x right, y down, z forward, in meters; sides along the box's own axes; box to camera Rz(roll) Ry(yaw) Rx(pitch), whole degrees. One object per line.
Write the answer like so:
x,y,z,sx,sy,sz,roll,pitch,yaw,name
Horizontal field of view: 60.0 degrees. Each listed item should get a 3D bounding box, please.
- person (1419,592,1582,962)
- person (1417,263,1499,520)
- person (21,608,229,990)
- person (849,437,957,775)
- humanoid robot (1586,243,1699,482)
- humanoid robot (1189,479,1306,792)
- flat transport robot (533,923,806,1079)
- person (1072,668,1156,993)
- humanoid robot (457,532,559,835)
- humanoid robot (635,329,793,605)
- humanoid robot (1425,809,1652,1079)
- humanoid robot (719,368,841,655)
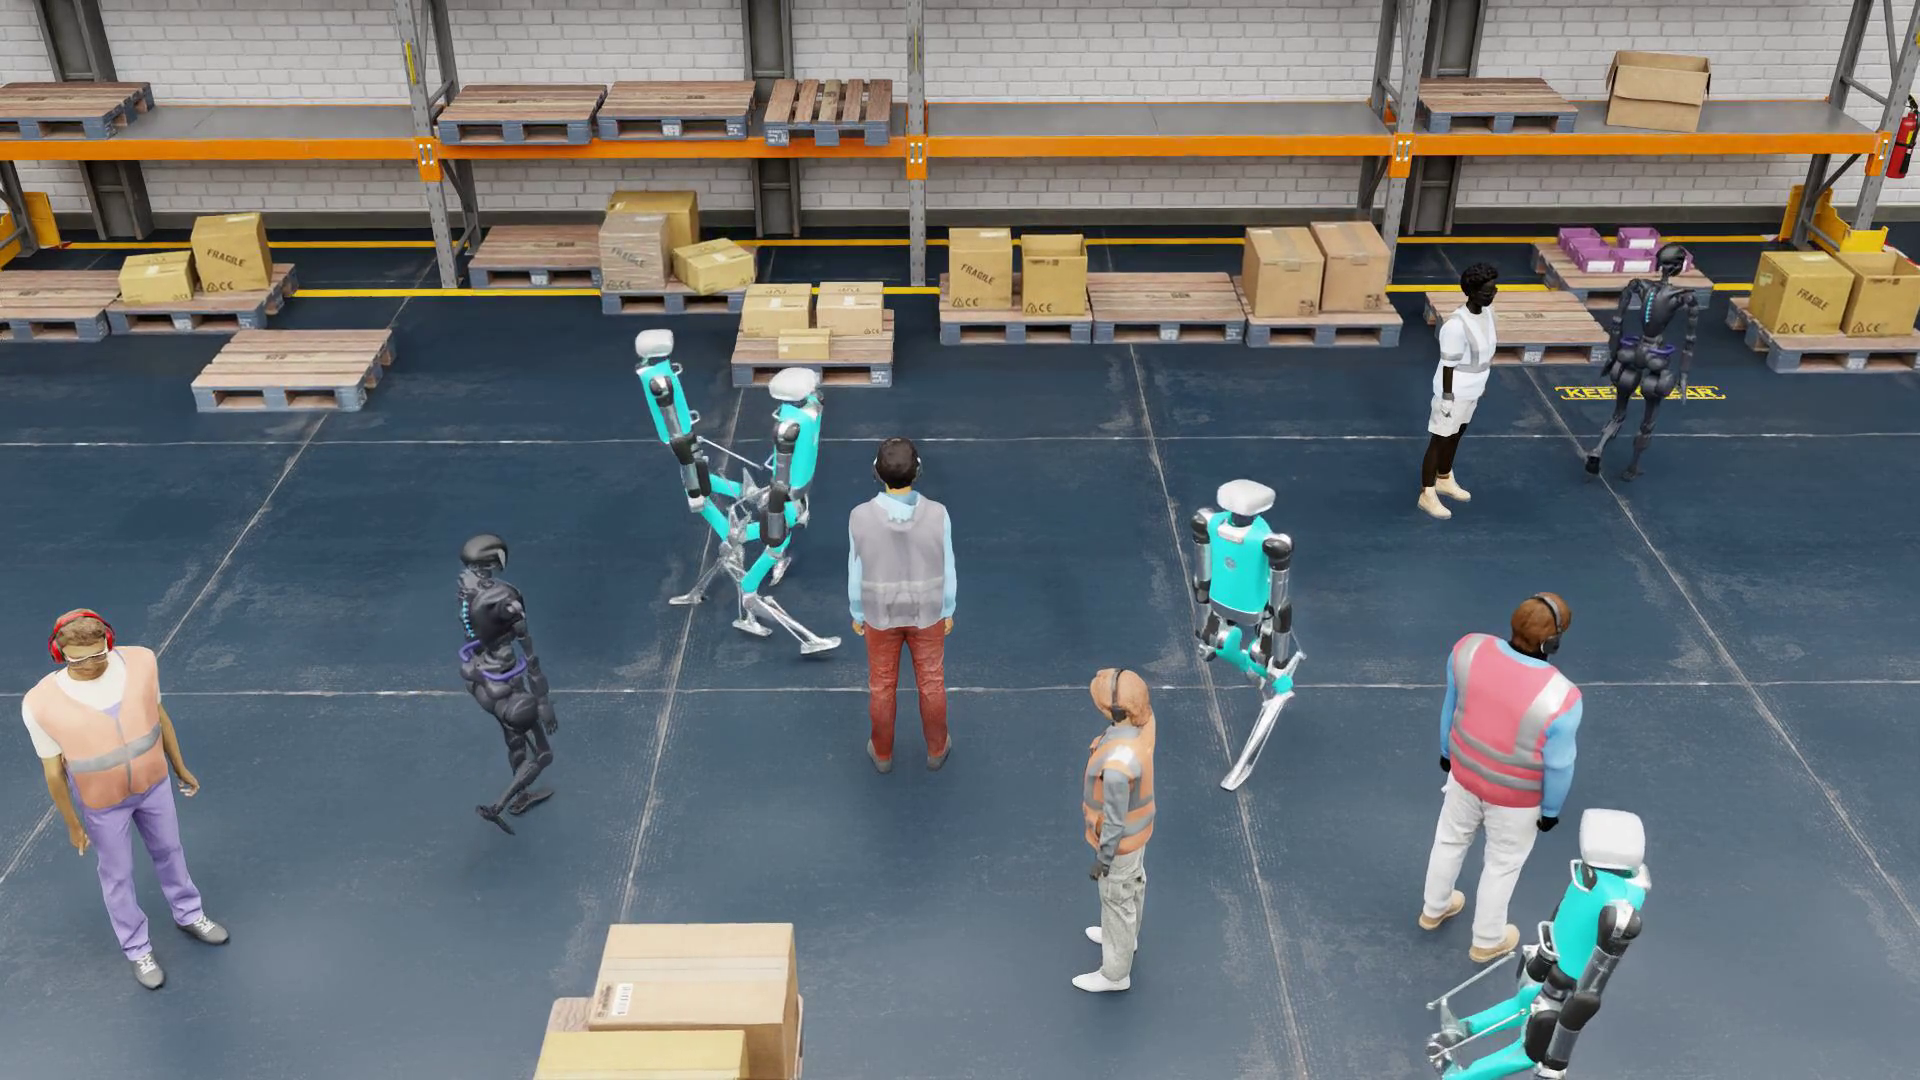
2.343,1.021,7.200,0.431,1.835,0.628,-23,38,-33,person
3.201,-0.964,10.629,0.318,1.696,0.533,24,38,34,person
-3.572,1.069,7.109,0.388,1.837,0.564,20,37,30,person
-0.280,0.366,8.240,0.531,1.878,0.411,-2,31,-3,person
4.469,-1.124,10.911,0.494,1.642,0.604,-26,40,-36,humanoid robot
1.543,0.414,8.341,0.560,1.818,0.897,24,38,34,humanoid robot
-1.135,2.429,6.367,1.431,0.231,0.659,0,31,-1,flat transport robot
0.669,1.226,7.037,0.308,1.638,0.513,9,32,14,person
-2.225,0.685,7.906,0.609,1.649,0.493,25,39,35,humanoid robot
-1.332,-0.428,9.740,0.993,1.751,0.594,-8,32,-13,humanoid robot
2.008,1.703,6.131,0.736,1.755,0.534,6,31,10,humanoid robot
-1.097,-0.151,9.224,0.918,1.741,0.536,7,32,11,humanoid robot
